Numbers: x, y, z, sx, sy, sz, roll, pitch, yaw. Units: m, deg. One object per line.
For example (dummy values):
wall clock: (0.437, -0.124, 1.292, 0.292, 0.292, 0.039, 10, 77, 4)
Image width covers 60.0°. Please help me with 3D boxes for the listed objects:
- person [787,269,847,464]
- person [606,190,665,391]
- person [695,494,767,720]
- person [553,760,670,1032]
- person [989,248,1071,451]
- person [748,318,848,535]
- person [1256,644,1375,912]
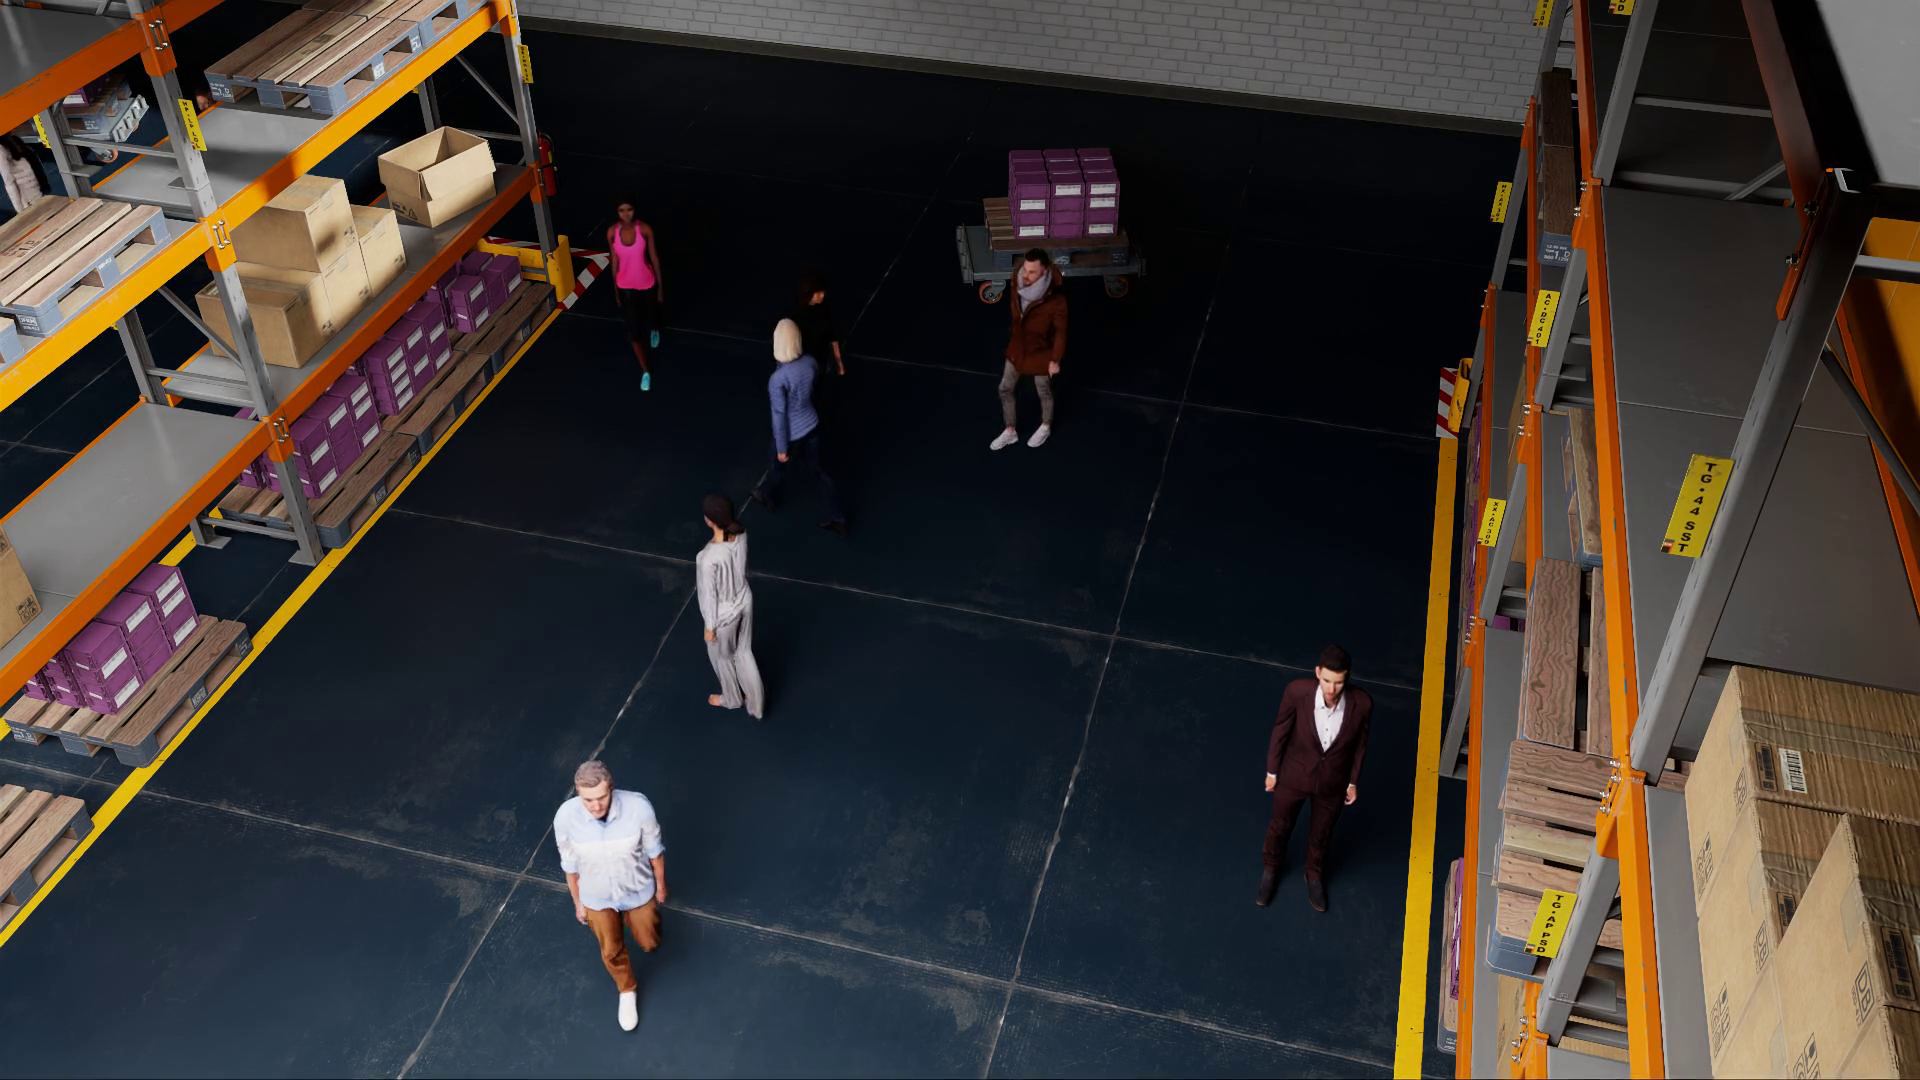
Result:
person: (-1.219, -1.401, 12.822, 0.798, 1.630, 0.732, 27, 46, 30)
person: (-2.637, -2.111, 13.651, 0.788, 1.704, 1.046, -4, 39, -4)
person: (-1.419, 0.444, 10.400, 0.773, 1.769, 0.701, 23, 44, 26)
person: (-1.808, 1.758, 8.721, 0.907, 1.811, 1.027, -7, 39, -9)
person: (0.630, -1.512, 12.820, 0.869, 1.806, 0.923, 27, 46, 30)
person: (-1.101, -0.752, 11.960, 1.042, 1.691, 1.186, 26, 45, 28)
person: (1.964, 1.299, 9.251, 0.703, 1.866, 0.624, 5, 39, 7)
